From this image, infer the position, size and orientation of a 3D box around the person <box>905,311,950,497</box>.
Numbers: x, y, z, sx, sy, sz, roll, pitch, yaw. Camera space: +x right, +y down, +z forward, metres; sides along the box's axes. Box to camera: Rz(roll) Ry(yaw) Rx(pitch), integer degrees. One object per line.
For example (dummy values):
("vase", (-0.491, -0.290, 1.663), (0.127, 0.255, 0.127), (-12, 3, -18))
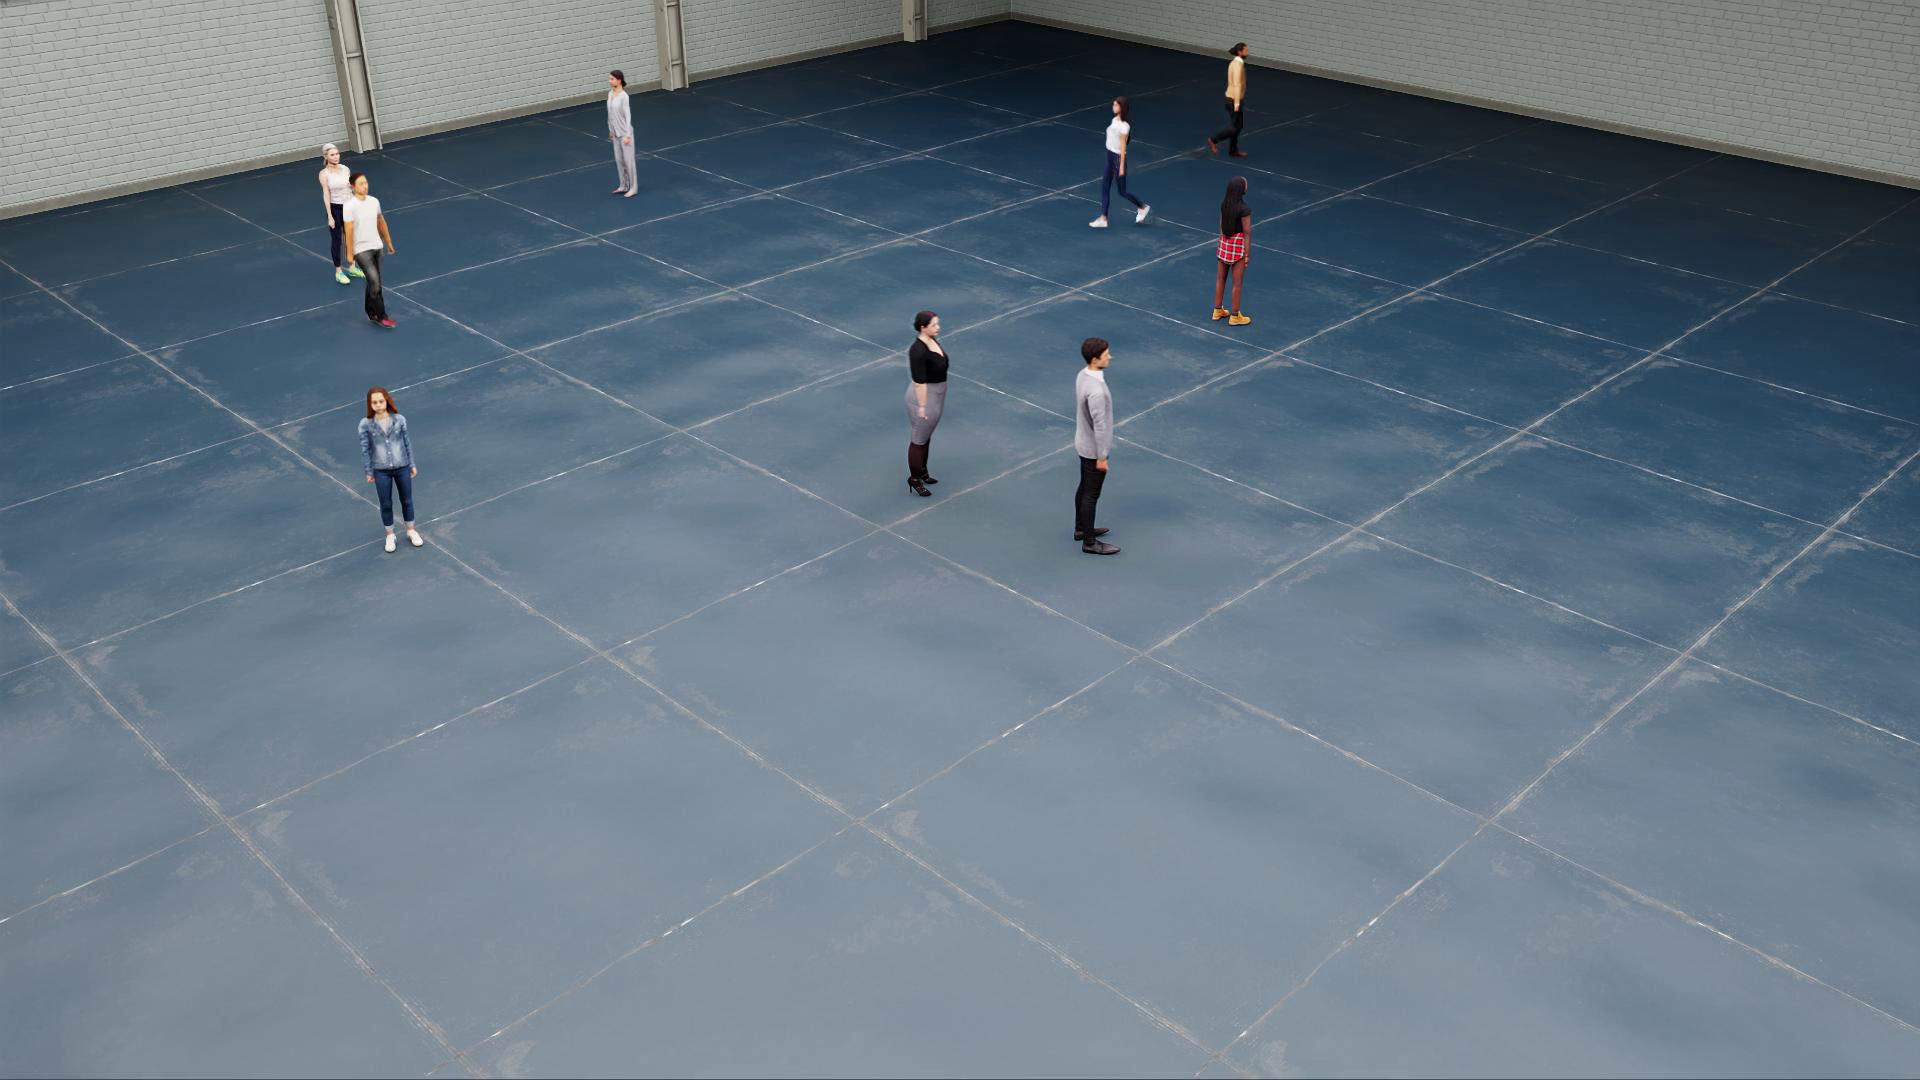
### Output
("person", (-0.329, -1.271, 15.218), (0.841, 1.758, 0.744), (6, 29, 11))

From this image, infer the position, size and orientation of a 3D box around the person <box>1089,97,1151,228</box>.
("person", (2.191, -5.047, 22.315), (1.175, 1.751, 0.927), (-9, 29, -16))

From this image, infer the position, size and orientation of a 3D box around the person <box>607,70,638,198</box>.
("person", (-4.816, -5.810, 23.726), (0.577, 1.773, 0.512), (25, 37, 38))

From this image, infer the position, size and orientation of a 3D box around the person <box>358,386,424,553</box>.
("person", (-4.898, -0.628, 14.311), (0.538, 1.476, 0.691), (-13, 31, -24))

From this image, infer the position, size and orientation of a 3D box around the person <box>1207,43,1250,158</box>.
("person", (4.133, -6.712, 25.456), (1.020, 1.738, 0.976), (3, 28, 5))

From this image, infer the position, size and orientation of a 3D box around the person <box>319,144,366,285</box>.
("person", (-7.635, -4.038, 20.475), (0.708, 1.701, 0.550), (16, 32, 27))

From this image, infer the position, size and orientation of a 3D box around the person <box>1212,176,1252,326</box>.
("person", (3.145, -3.337, 19.129), (0.621, 1.729, 0.627), (-20, 34, -33))

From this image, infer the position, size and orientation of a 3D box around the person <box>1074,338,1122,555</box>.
("person", (1.127, -0.821, 14.197), (0.861, 1.923, 0.838), (-4, 28, -7))

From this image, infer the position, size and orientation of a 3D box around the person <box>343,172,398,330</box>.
("person", (-6.845, -3.337, 19.062), (0.854, 1.792, 0.829), (15, 31, 25))
